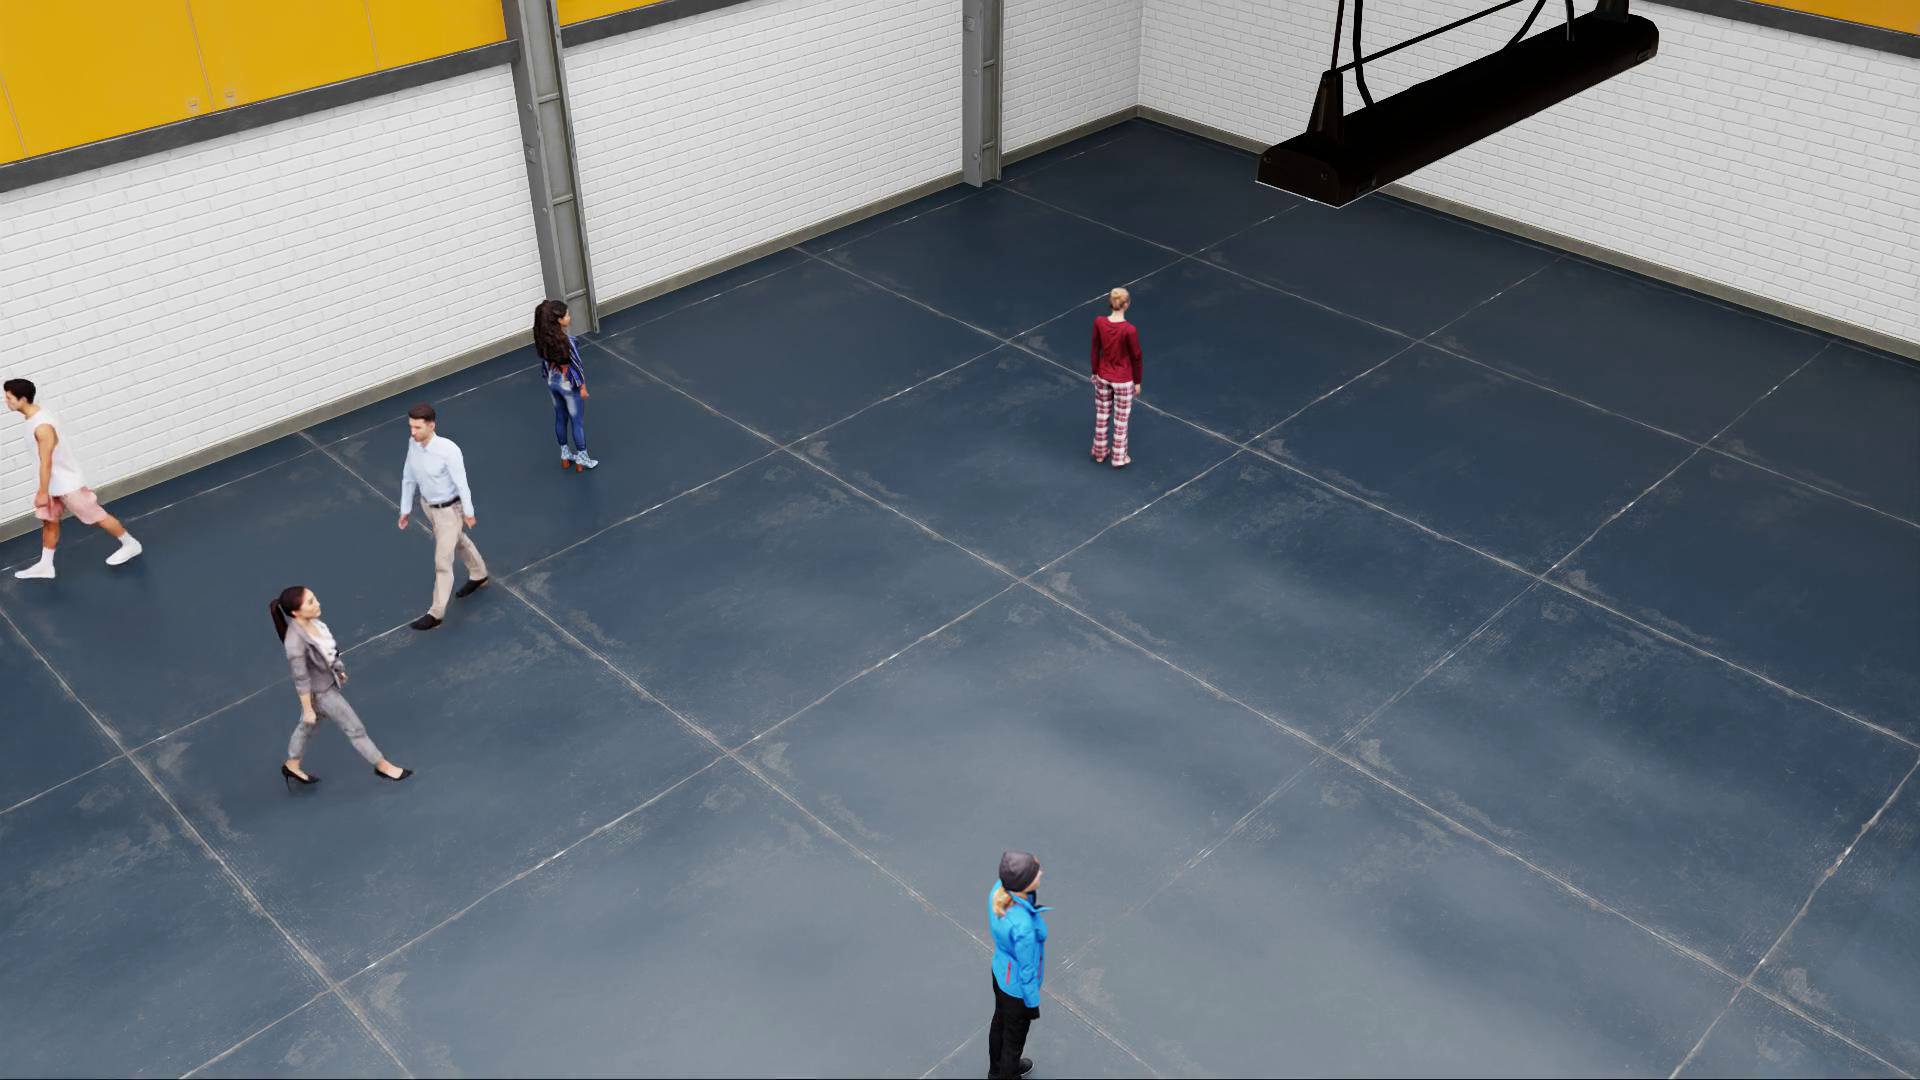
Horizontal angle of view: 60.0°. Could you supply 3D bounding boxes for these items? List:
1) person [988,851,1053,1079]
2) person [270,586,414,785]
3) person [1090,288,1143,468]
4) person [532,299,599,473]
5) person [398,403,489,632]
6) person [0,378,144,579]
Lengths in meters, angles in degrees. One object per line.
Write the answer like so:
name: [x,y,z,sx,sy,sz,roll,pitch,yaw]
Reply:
person: [0.290,2.332,8.833,0.694,1.796,0.693,-8,34,-12]
person: [-4.304,1.013,10.967,1.175,1.629,1.020,-5,34,-7]
person: [1.361,-1.440,14.592,0.670,1.703,0.587,19,38,26]
person: [-3.449,-1.351,14.530,0.642,1.623,0.605,21,39,28]
person: [-3.901,-0.268,12.739,0.852,1.801,1.230,19,38,26]
person: [-6.986,-0.481,13.125,1.179,1.729,0.709,-24,40,-31]
